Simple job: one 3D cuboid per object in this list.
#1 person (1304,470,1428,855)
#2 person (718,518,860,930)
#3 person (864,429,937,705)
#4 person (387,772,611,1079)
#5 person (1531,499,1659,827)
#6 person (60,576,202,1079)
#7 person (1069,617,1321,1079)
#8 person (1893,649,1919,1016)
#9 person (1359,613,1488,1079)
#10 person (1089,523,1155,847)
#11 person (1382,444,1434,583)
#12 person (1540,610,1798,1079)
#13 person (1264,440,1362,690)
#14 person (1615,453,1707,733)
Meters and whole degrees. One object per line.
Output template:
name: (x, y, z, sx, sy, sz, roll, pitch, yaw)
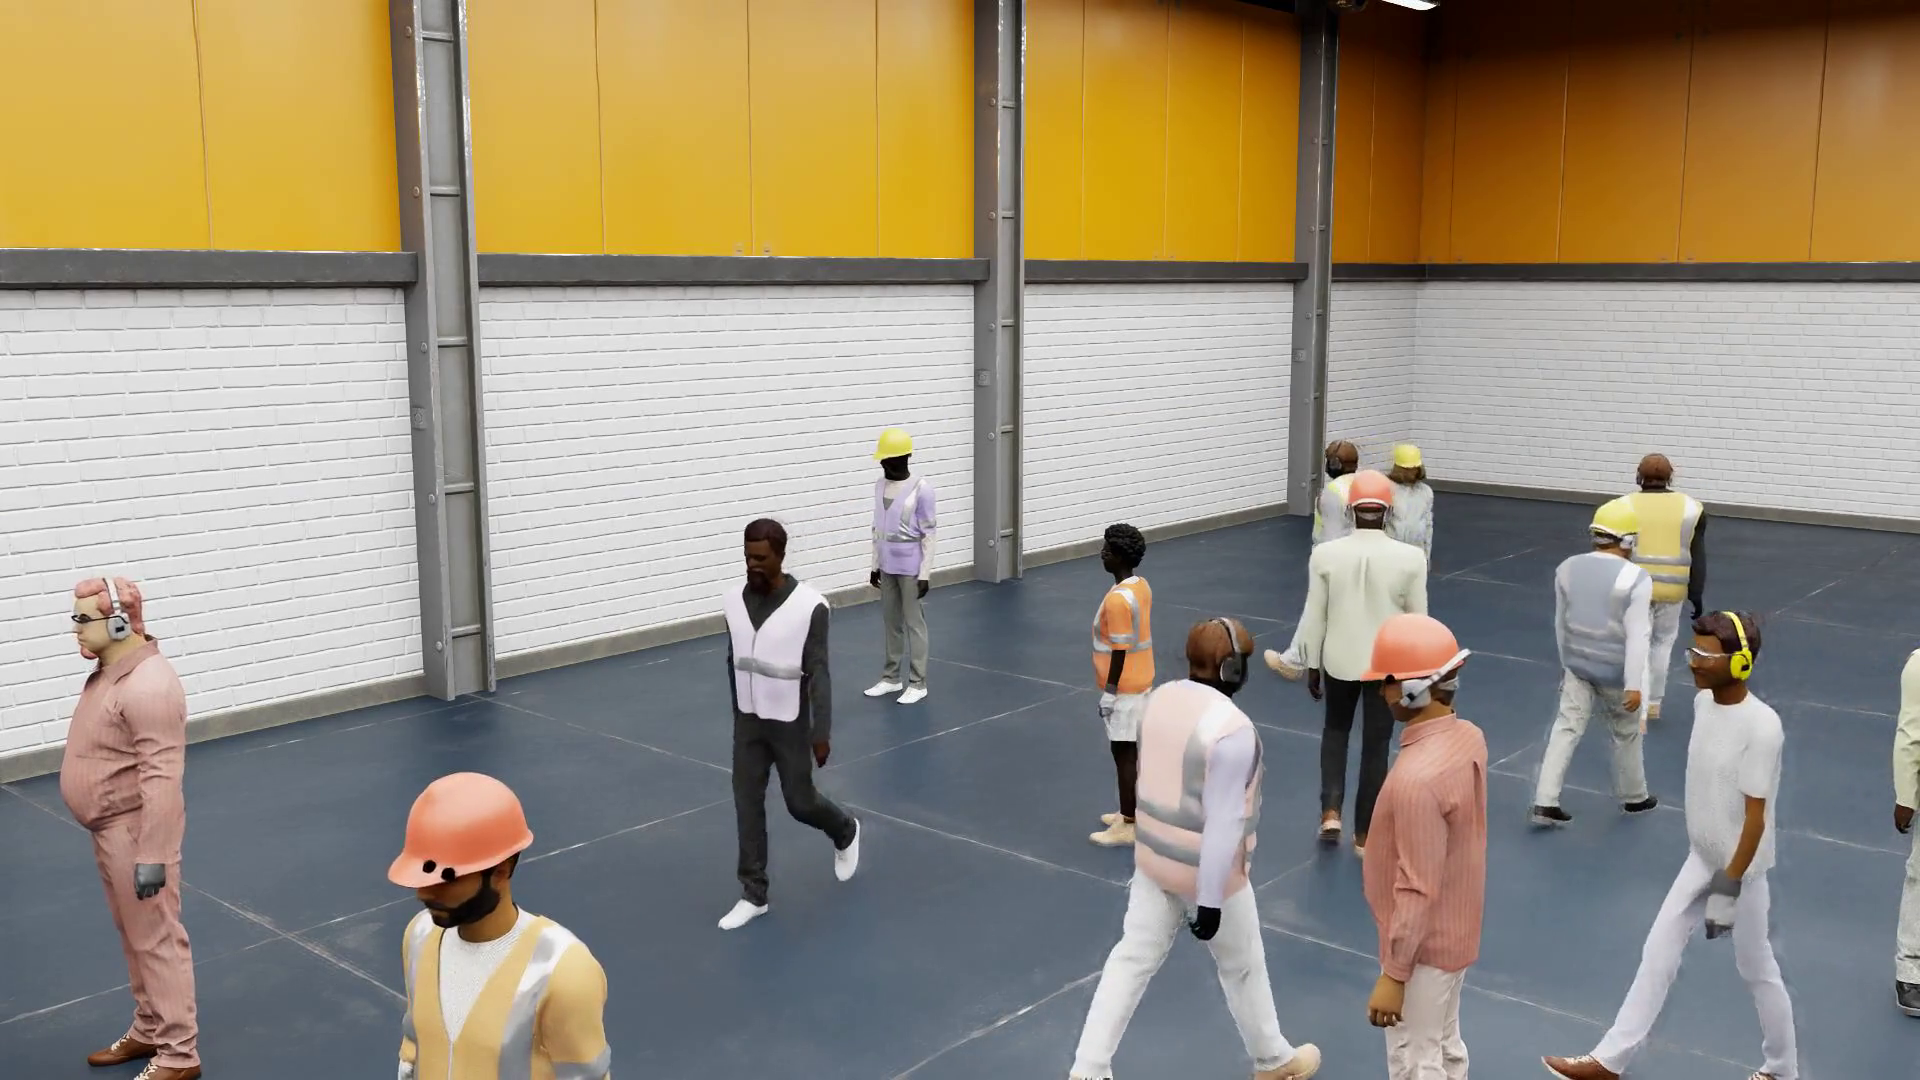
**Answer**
person: (2.094, 0.628, 8.580, 0.611, 1.980, 0.448, 3, 10, 20)
person: (-0.805, 0.811, 7.770, 0.597, 1.891, 0.807, 5, 10, 30)
person: (-0.420, 0.182, 11.594, 0.382, 1.920, 0.585, -9, 12, -43)
person: (-1.028, 1.440, 3.648, 0.552, 1.932, 0.377, 5, 10, 28)
person: (3.451, 0.667, 8.976, 0.921, 1.789, 0.609, -6, 11, -33)
person: (-3.035, 1.070, 6.066, 0.408, 1.905, 0.652, -7, 11, -38)
person: (0.802, 1.159, 5.923, 1.025, 1.784, 0.644, -5, 10, -28)
person: (4.047, 1.016, 6.633, 0.599, 1.830, 0.403, 1, 9, 8)
person: (1.369, 1.199, 5.002, 0.393, 1.985, 0.611, 5, 10, 29)
person: (0.850, 0.754, 8.704, 0.319, 1.697, 0.532, 3, 10, 18)
person: (3.358, 0.099, 12.776, 0.495, 1.721, 0.658, -2, 9, -14)
person: (2.594, 1.147, 5.837, 0.956, 1.818, 0.554, -1, 9, -6)
person: (2.685, 0.176, 12.010, 0.658, 1.791, 0.951, -8, 12, -42)
person: (4.534, 0.324, 11.011, 0.661, 1.815, 0.783, 2, 9, 12)
